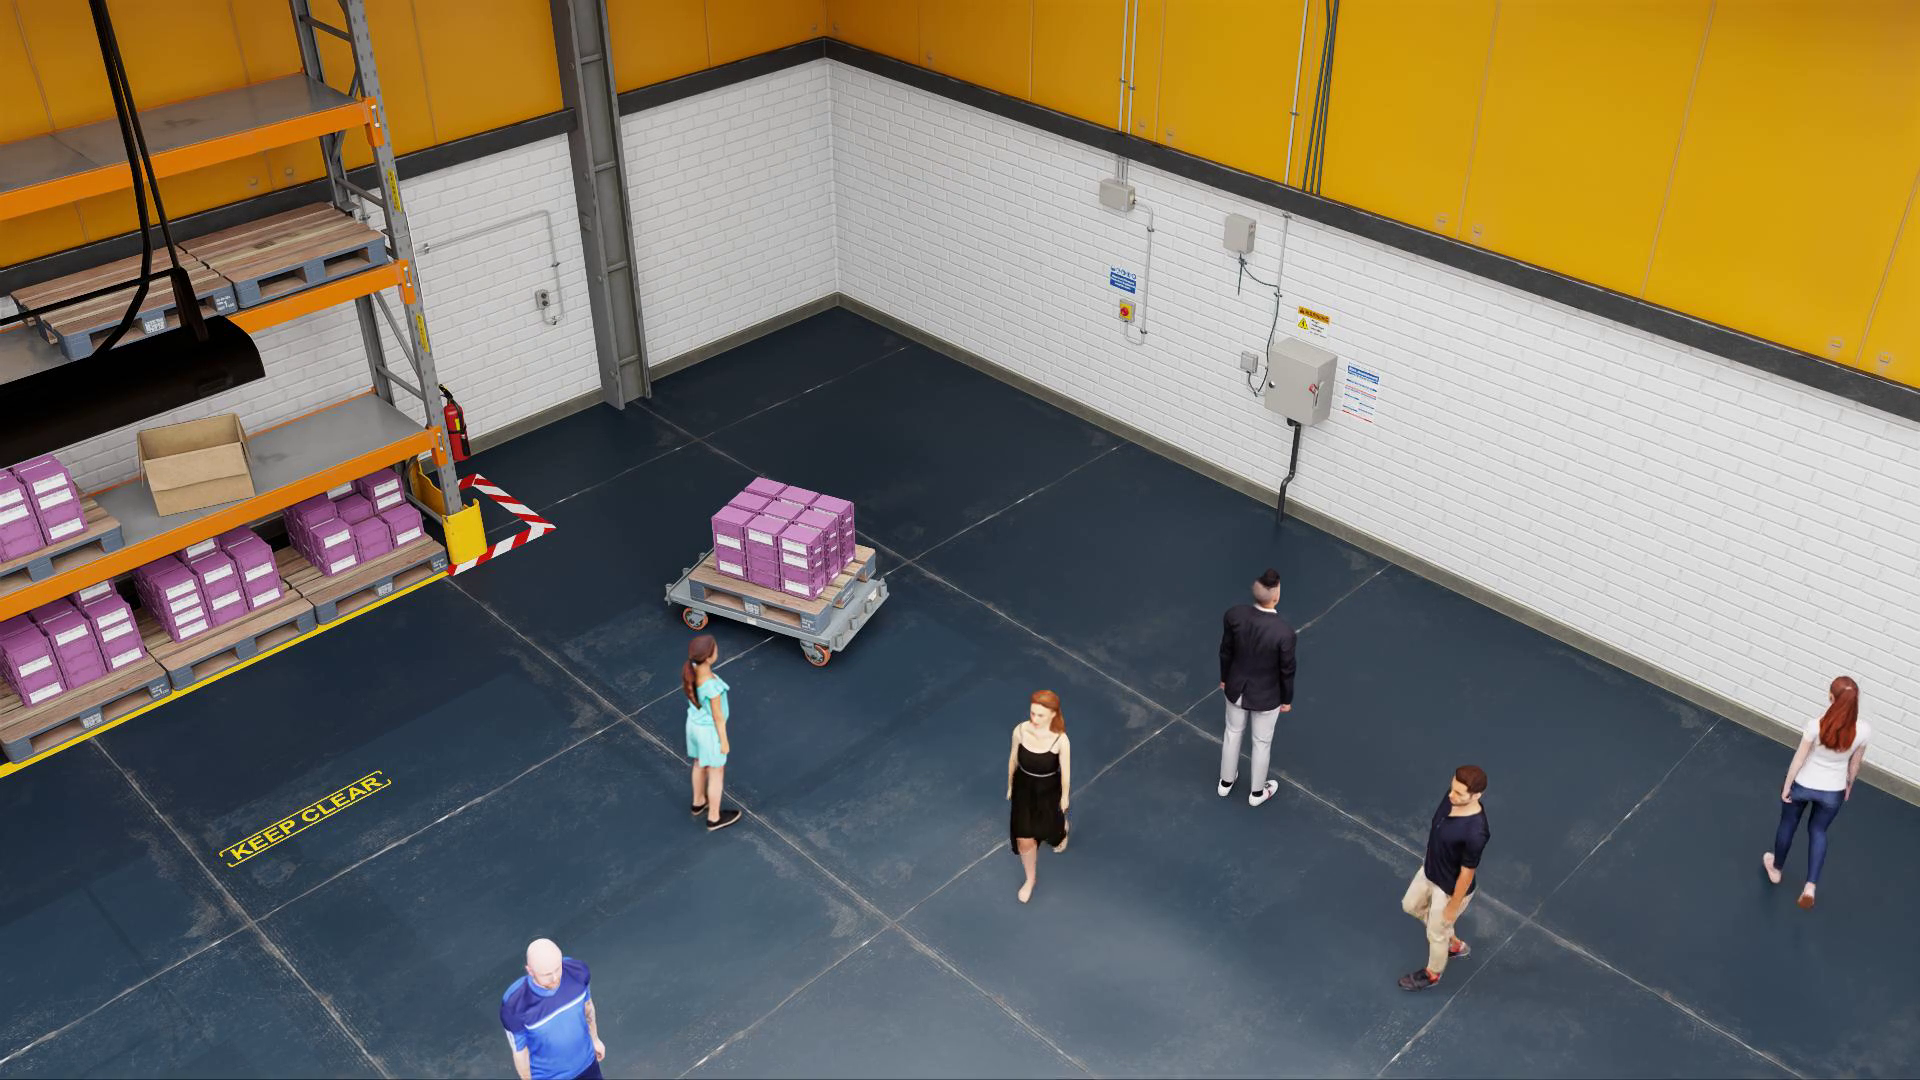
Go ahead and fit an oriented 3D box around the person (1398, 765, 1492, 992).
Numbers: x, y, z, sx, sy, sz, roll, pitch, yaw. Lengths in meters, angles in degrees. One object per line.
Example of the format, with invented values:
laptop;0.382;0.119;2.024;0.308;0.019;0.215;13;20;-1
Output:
person;3.041;2.048;10.081;0.888;1.839;0.833;-3;34;-5

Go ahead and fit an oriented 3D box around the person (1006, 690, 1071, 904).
person;0.546;1.620;10.935;0.741;1.607;0.916;14;36;20

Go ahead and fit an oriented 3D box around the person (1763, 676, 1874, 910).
person;5.559;1.669;10.757;0.841;1.722;0.986;8;34;11

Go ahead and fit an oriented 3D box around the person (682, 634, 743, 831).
person;-1.745;1.307;11.454;0.527;1.554;0.553;-25;41;-33

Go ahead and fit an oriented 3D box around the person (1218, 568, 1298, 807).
person;2.043;1.007;11.538;0.759;1.959;0.681;19;38;26

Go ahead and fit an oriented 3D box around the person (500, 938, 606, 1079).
person;-2.159;2.804;8.945;0.723;1.838;0.494;28;43;35
